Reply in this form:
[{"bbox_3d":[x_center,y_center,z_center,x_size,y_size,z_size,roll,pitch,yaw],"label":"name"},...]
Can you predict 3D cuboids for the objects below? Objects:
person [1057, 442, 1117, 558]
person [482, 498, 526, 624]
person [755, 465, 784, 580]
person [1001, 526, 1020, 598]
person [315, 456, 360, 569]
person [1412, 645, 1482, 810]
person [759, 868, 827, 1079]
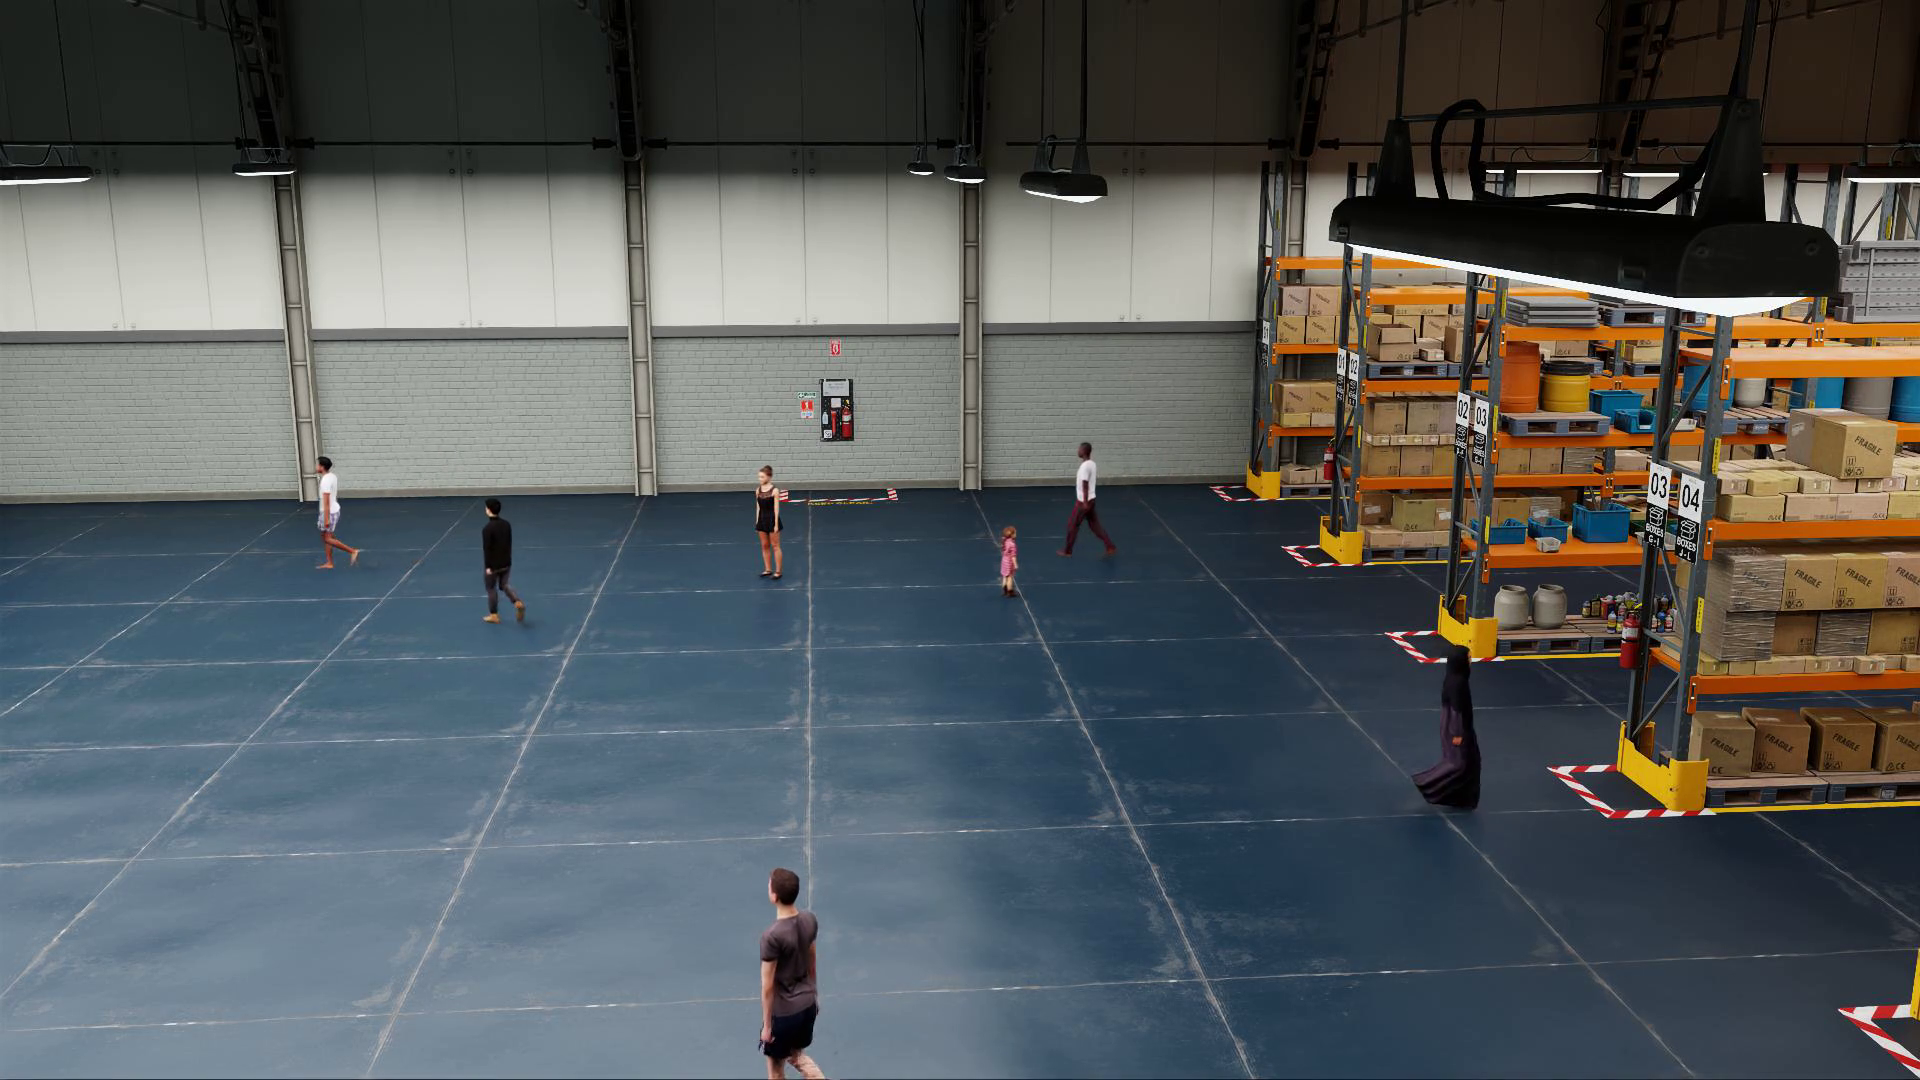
[{"bbox_3d":[2.033,-0.575,25.566,1.287,1.792,1.045,5,14,22],"label":"person"},{"bbox_3d":[-6.068,0.291,22.009,1.039,1.710,0.947,8,15,31],"label":"person"},{"bbox_3d":[-2.807,-0.268,24.489,0.673,1.681,0.752,8,15,31],"label":"person"},{"bbox_3d":[0.694,0.294,23.526,0.522,1.021,0.489,-7,15,-28],"label":"person"},{"bbox_3d":[-9.387,-0.392,24.950,0.896,1.714,0.700,-2,13,-10],"label":"person"},{"bbox_3d":[4.639,1.784,15.800,0.947,1.602,0.775,4,14,16],"label":"person"},{"bbox_3d":[-0.996,2.940,10.292,1.034,1.836,0.947,9,16,33],"label":"person"}]
